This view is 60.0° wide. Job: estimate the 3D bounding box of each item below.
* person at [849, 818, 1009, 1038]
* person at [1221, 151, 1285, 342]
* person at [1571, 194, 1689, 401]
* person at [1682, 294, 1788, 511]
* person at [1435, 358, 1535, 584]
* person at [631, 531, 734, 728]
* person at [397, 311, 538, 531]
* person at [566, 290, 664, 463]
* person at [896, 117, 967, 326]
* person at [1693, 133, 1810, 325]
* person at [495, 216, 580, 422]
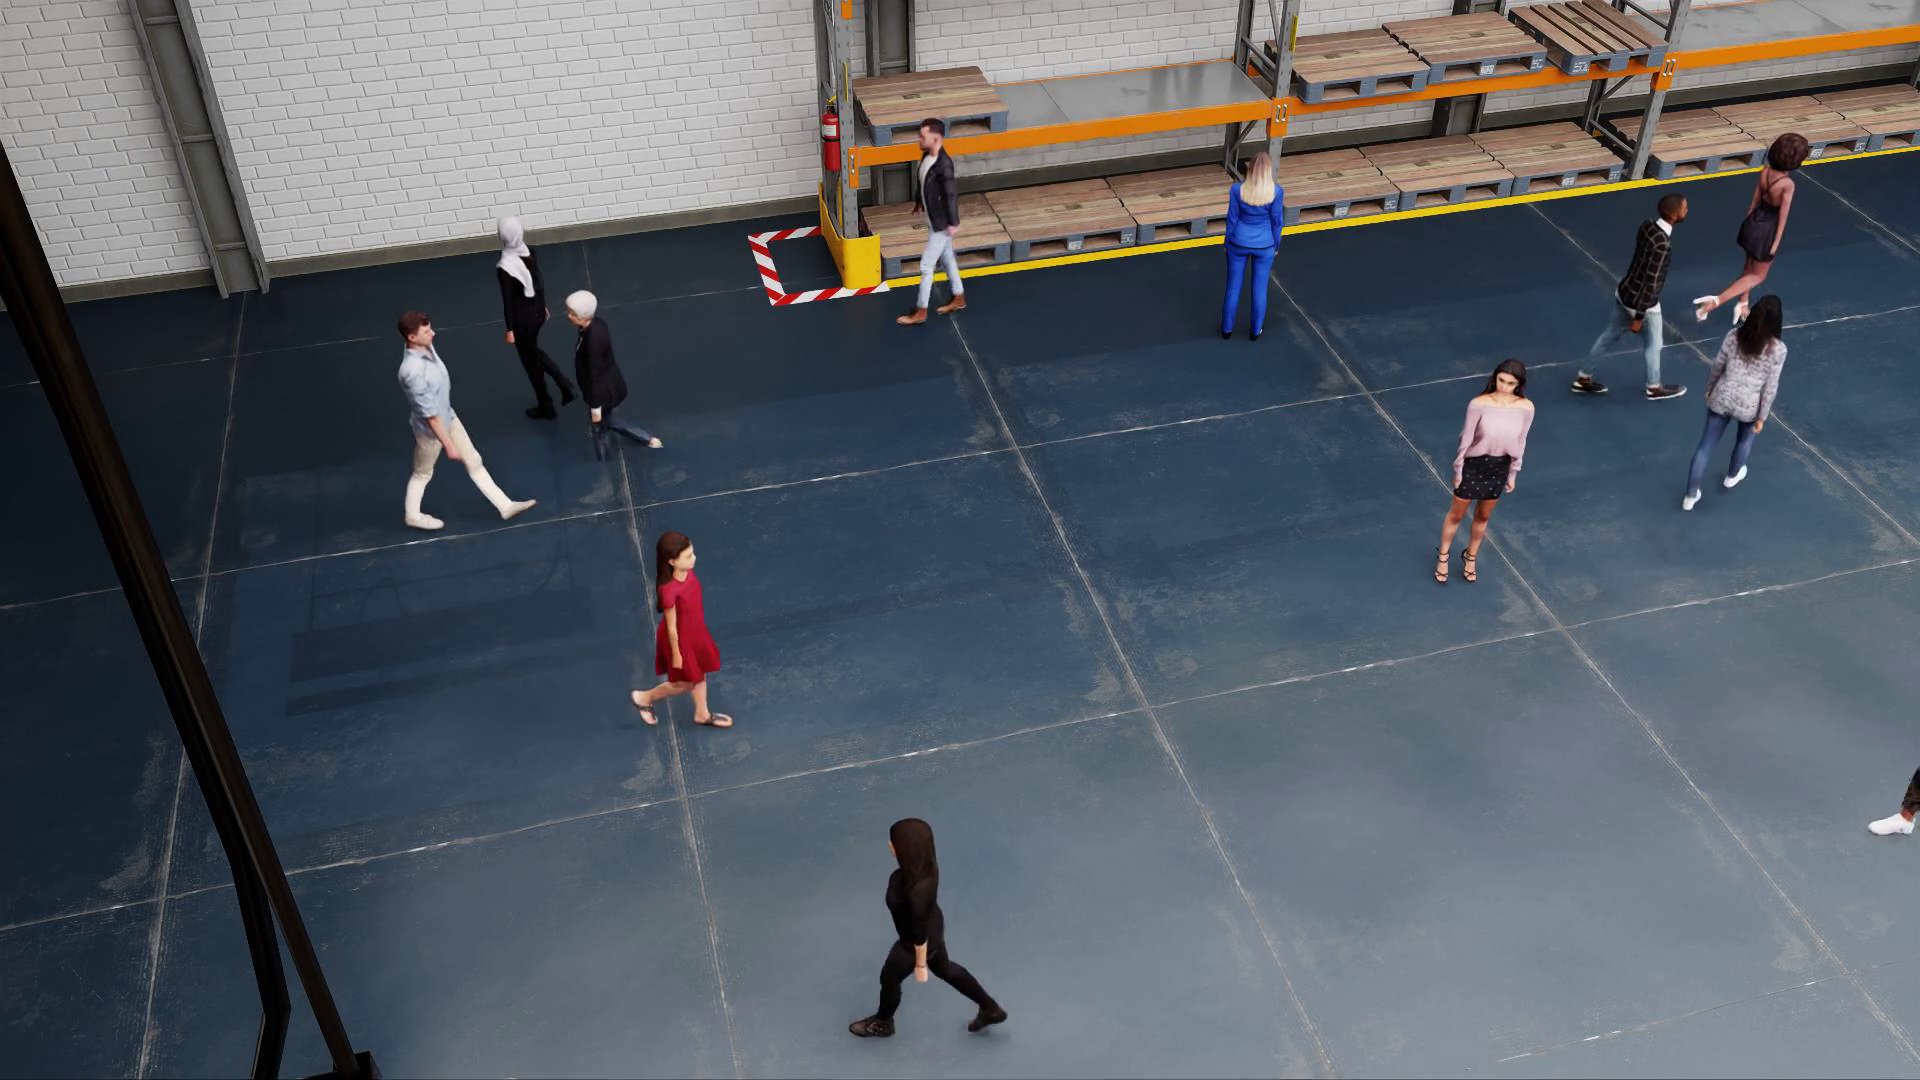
[{"bbox_3d":[-0.121,1.990,8.333,1.139,1.609,0.845,4,39,5],"label":"person"},{"bbox_3d":[2.414,-2.427,13.790,0.636,1.701,0.759,7,39,9],"label":"person"},{"bbox_3d":[5.207,-1.869,13.026,1.162,1.783,0.885,1,39,1],"label":"person"},{"bbox_3d":[5.518,-0.932,11.914,0.951,1.705,1.068,28,46,31],"label":"person"},{"bbox_3d":[3.532,-0.460,11.238,0.576,1.811,0.734,2,39,3],"label":"person"},{"bbox_3d":[-1.760,0.574,10.160,0.917,1.542,0.743,6,39,8],"label":"person"},{"bbox_3d":[-3.770,-0.780,11.650,1.267,1.798,0.875,0,39,-1],"label":"person"},{"bbox_3d":[-2.624,-1.102,12.615,0.924,1.758,0.803,-5,39,-7],"label":"person"},{"bbox_3d":[-0.091,-2.718,14.062,0.905,1.816,0.689,-11,40,-13],"label":"person"},{"bbox_3d":[6.596,-2.516,13.844,0.937,1.772,0.556,-11,40,-13],"label":"person"},{"bbox_3d":[-3.232,-1.646,12.758,0.842,1.769,0.766,10,40,13],"label":"person"}]
